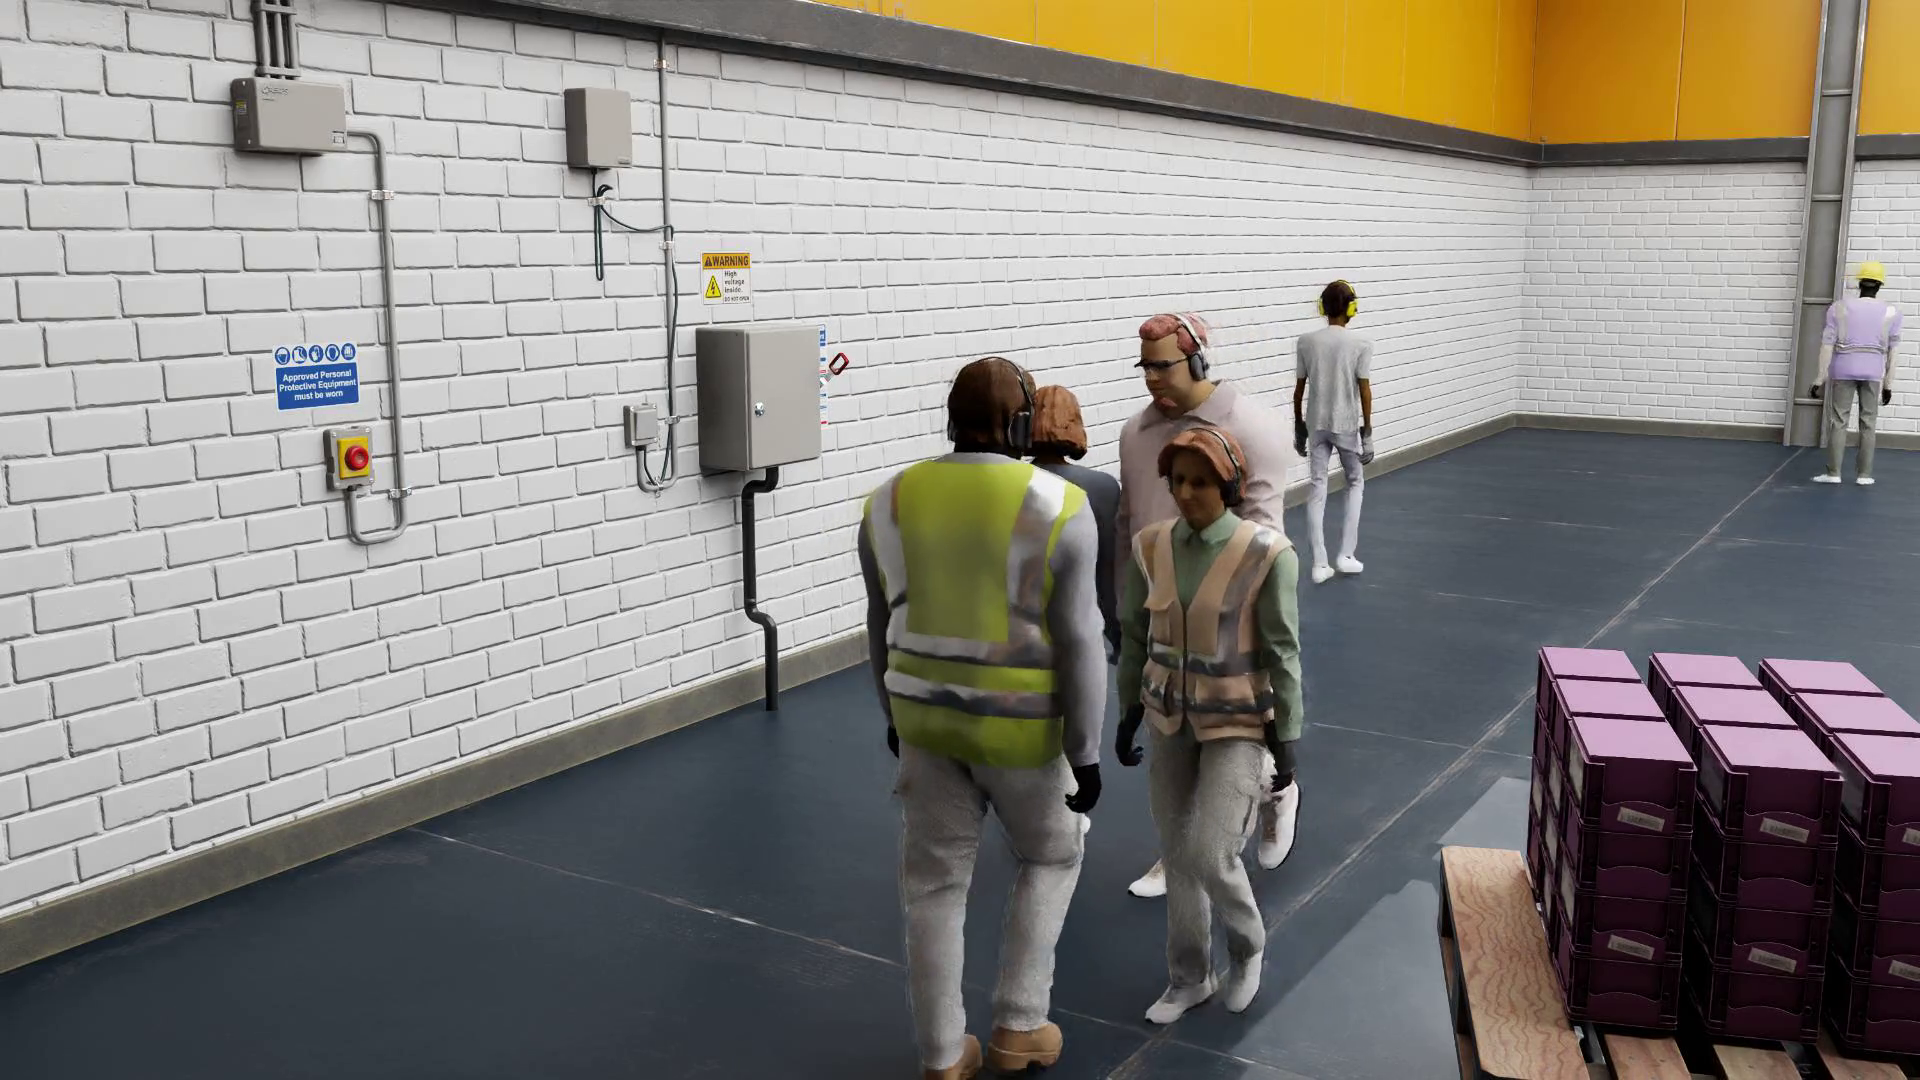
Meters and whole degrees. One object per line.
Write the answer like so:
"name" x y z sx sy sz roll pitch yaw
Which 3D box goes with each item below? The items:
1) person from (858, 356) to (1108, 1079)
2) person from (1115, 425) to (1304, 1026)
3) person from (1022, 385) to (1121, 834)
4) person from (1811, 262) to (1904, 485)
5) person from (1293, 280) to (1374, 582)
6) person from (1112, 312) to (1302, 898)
"person" 0.068 0.468 4.094 0.675 1.818 0.561 4 11 23
"person" 0.632 0.509 4.382 0.539 1.624 0.378 9 14 42
"person" 0.313 0.276 5.695 0.540 1.618 0.435 3 11 15
"person" 7.693 -1.414 14.300 0.652 1.910 0.398 4 11 20
"person" 2.351 -0.677 10.352 0.554 1.845 0.641 6 12 29
"person" 0.786 0.215 5.330 0.536 1.879 0.684 -8 13 -39
